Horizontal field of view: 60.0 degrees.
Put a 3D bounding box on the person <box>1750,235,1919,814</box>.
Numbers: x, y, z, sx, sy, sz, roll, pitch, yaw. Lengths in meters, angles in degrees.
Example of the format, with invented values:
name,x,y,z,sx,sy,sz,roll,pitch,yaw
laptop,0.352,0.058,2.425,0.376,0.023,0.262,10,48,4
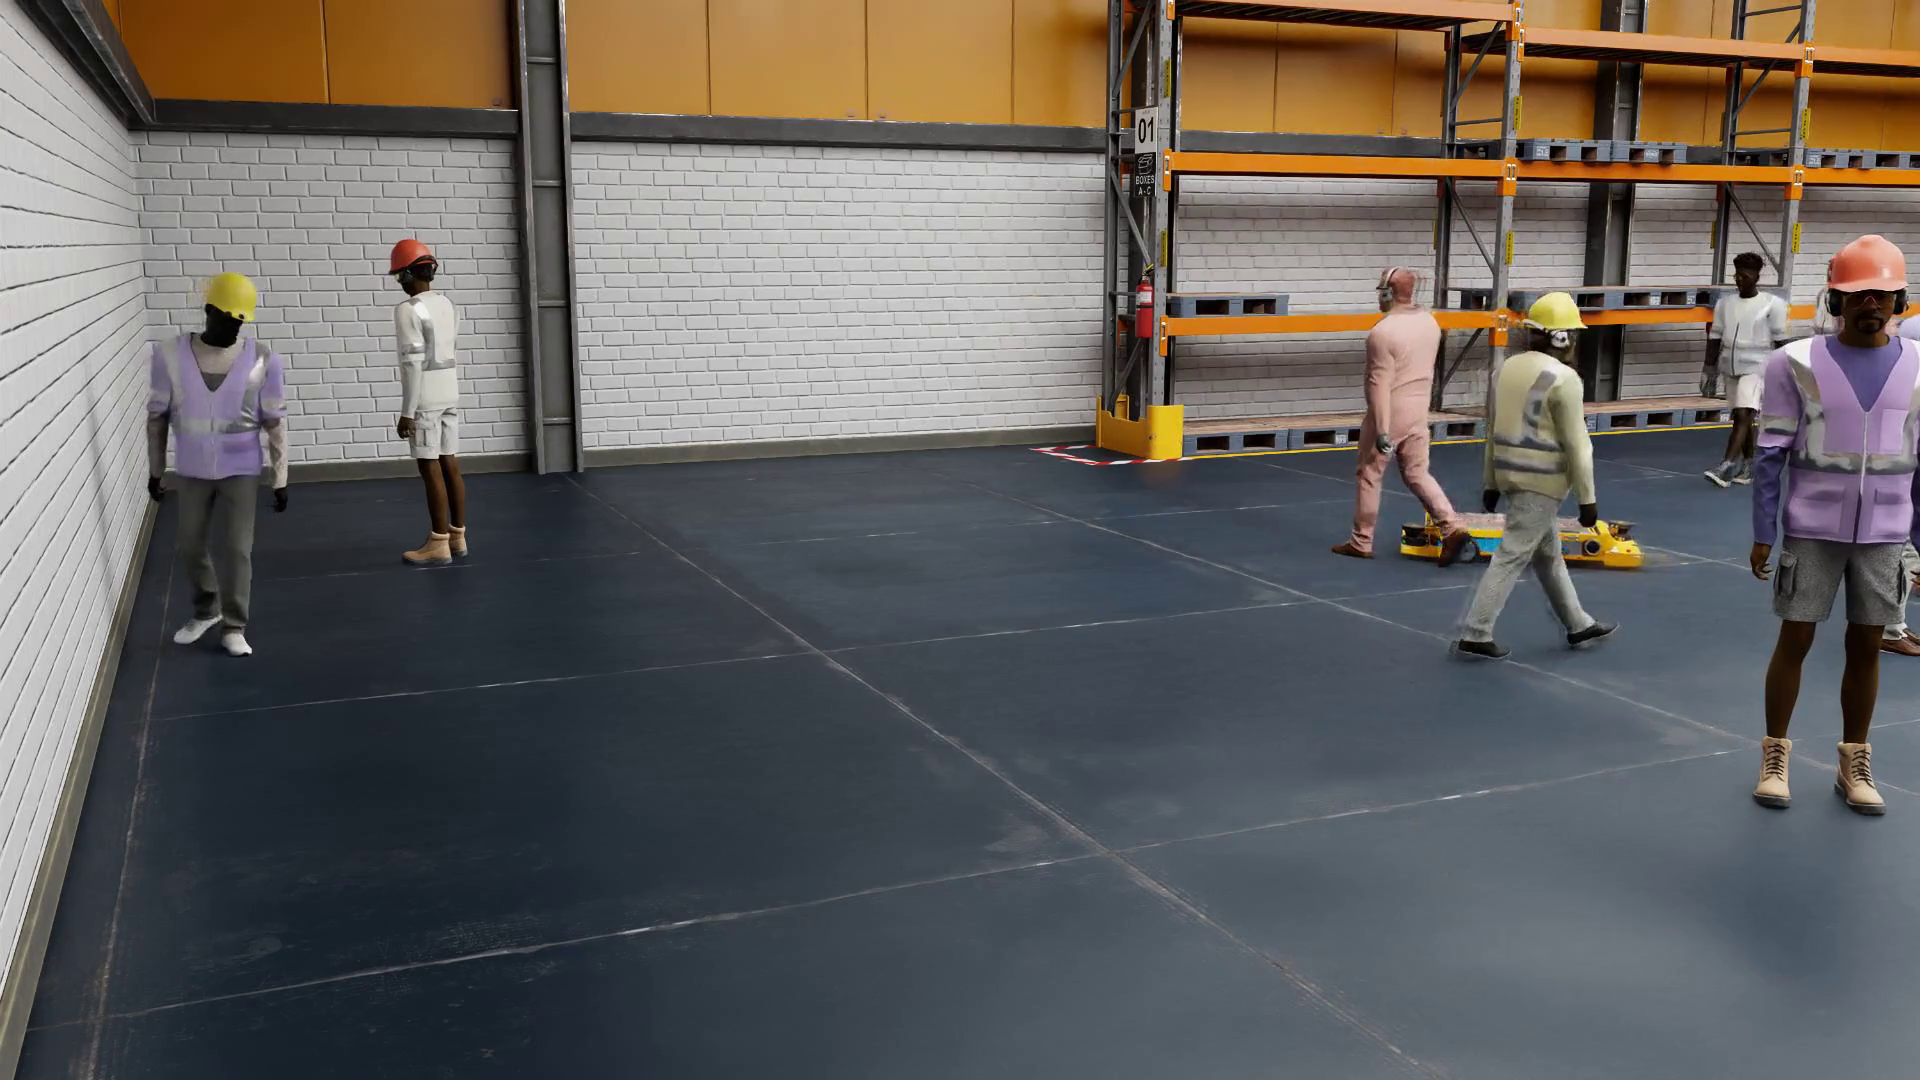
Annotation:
name,x,y,z,sx,sy,sz,roll,pitch,yaw
person,3.132,-0.040,5.875,0.616,2.041,0.378,3,11,14

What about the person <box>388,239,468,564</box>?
name,x,y,z,sx,sy,sz,roll,pitch,yaw
person,-3.375,-0.862,10.479,0.404,2.034,0.609,2,10,11

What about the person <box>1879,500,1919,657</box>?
name,x,y,z,sx,sy,sz,roll,pitch,yaw
person,4.727,-0.240,8.160,0.290,1.623,0.495,5,11,25

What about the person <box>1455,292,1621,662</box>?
name,x,y,z,sx,sy,sz,roll,pitch,yaw
person,2.830,-0.290,8.006,0.947,1.779,0.609,-2,10,-12

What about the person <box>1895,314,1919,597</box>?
name,x,y,z,sx,sy,sz,roll,pitch,yaw
person,5.562,-0.609,9.363,0.625,1.923,0.503,6,12,31

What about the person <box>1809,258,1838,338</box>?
name,x,y,z,sx,sy,sz,roll,pitch,yaw
person,8.469,-1.788,16.094,0.516,1.873,0.595,-3,11,-16

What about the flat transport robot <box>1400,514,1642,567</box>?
name,x,y,z,sx,sy,sz,roll,pitch,yaw
flat transport robot,3.582,-0.018,10.692,1.431,0.197,0.652,3,11,16

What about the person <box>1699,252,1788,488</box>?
name,x,y,z,sx,sy,sz,roll,pitch,yaw
person,6.380,-1.390,13.697,0.948,1.926,0.637,-6,12,-30

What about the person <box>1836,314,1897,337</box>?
name,x,y,z,sx,sy,sz,roll,pitch,yaw
person,8.435,-1.685,15.481,0.521,1.883,0.649,-5,11,-27

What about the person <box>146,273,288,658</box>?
name,x,y,z,sx,sy,sz,roll,pitch,yaw
person,-3.612,-0.362,8.139,0.660,1.876,0.682,-3,11,-15

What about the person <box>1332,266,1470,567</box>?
name,x,y,z,sx,sy,sz,roll,pitch,yaw
person,2.782,-0.769,10.412,0.637,1.879,0.882,-7,12,-35
